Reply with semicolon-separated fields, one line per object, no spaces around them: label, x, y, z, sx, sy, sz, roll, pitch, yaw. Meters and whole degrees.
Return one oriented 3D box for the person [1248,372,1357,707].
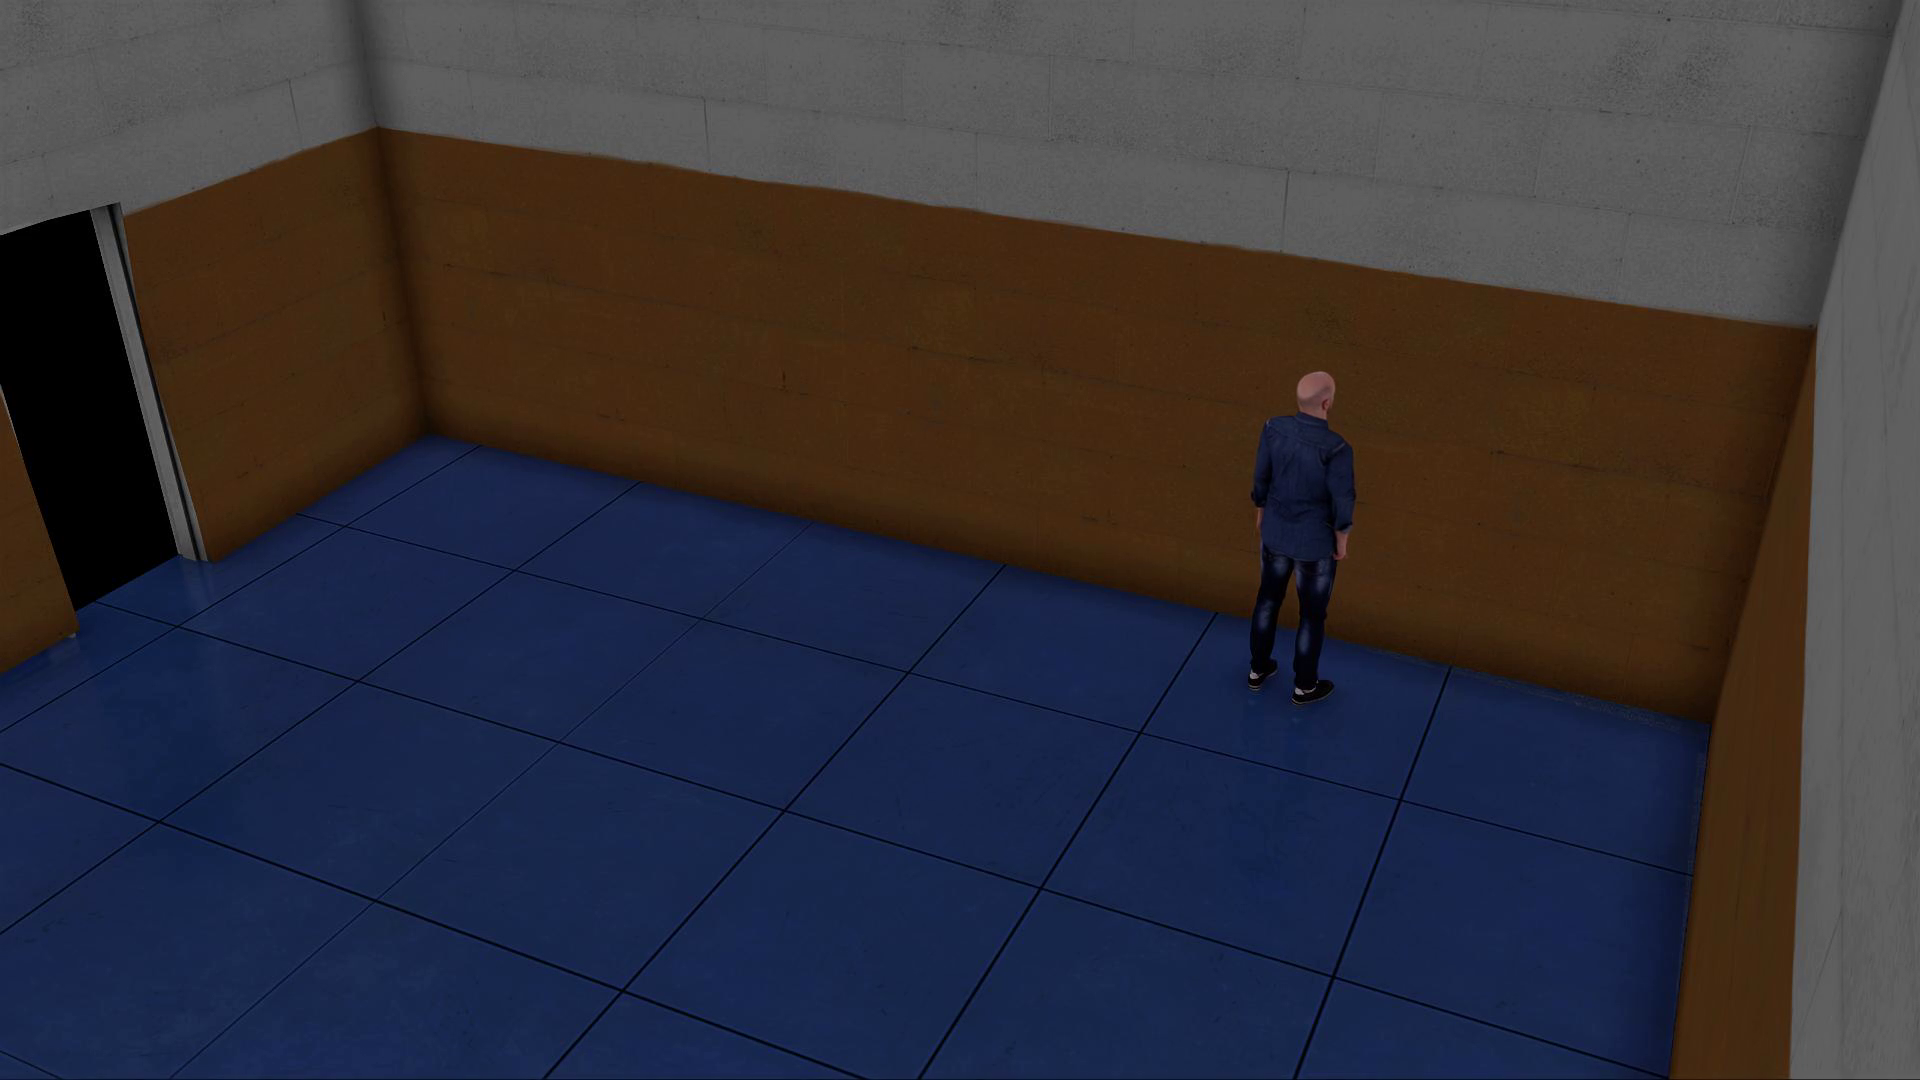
person;1.737;-0.009;8.493;0.618;1.825;0.839;22;35;34
